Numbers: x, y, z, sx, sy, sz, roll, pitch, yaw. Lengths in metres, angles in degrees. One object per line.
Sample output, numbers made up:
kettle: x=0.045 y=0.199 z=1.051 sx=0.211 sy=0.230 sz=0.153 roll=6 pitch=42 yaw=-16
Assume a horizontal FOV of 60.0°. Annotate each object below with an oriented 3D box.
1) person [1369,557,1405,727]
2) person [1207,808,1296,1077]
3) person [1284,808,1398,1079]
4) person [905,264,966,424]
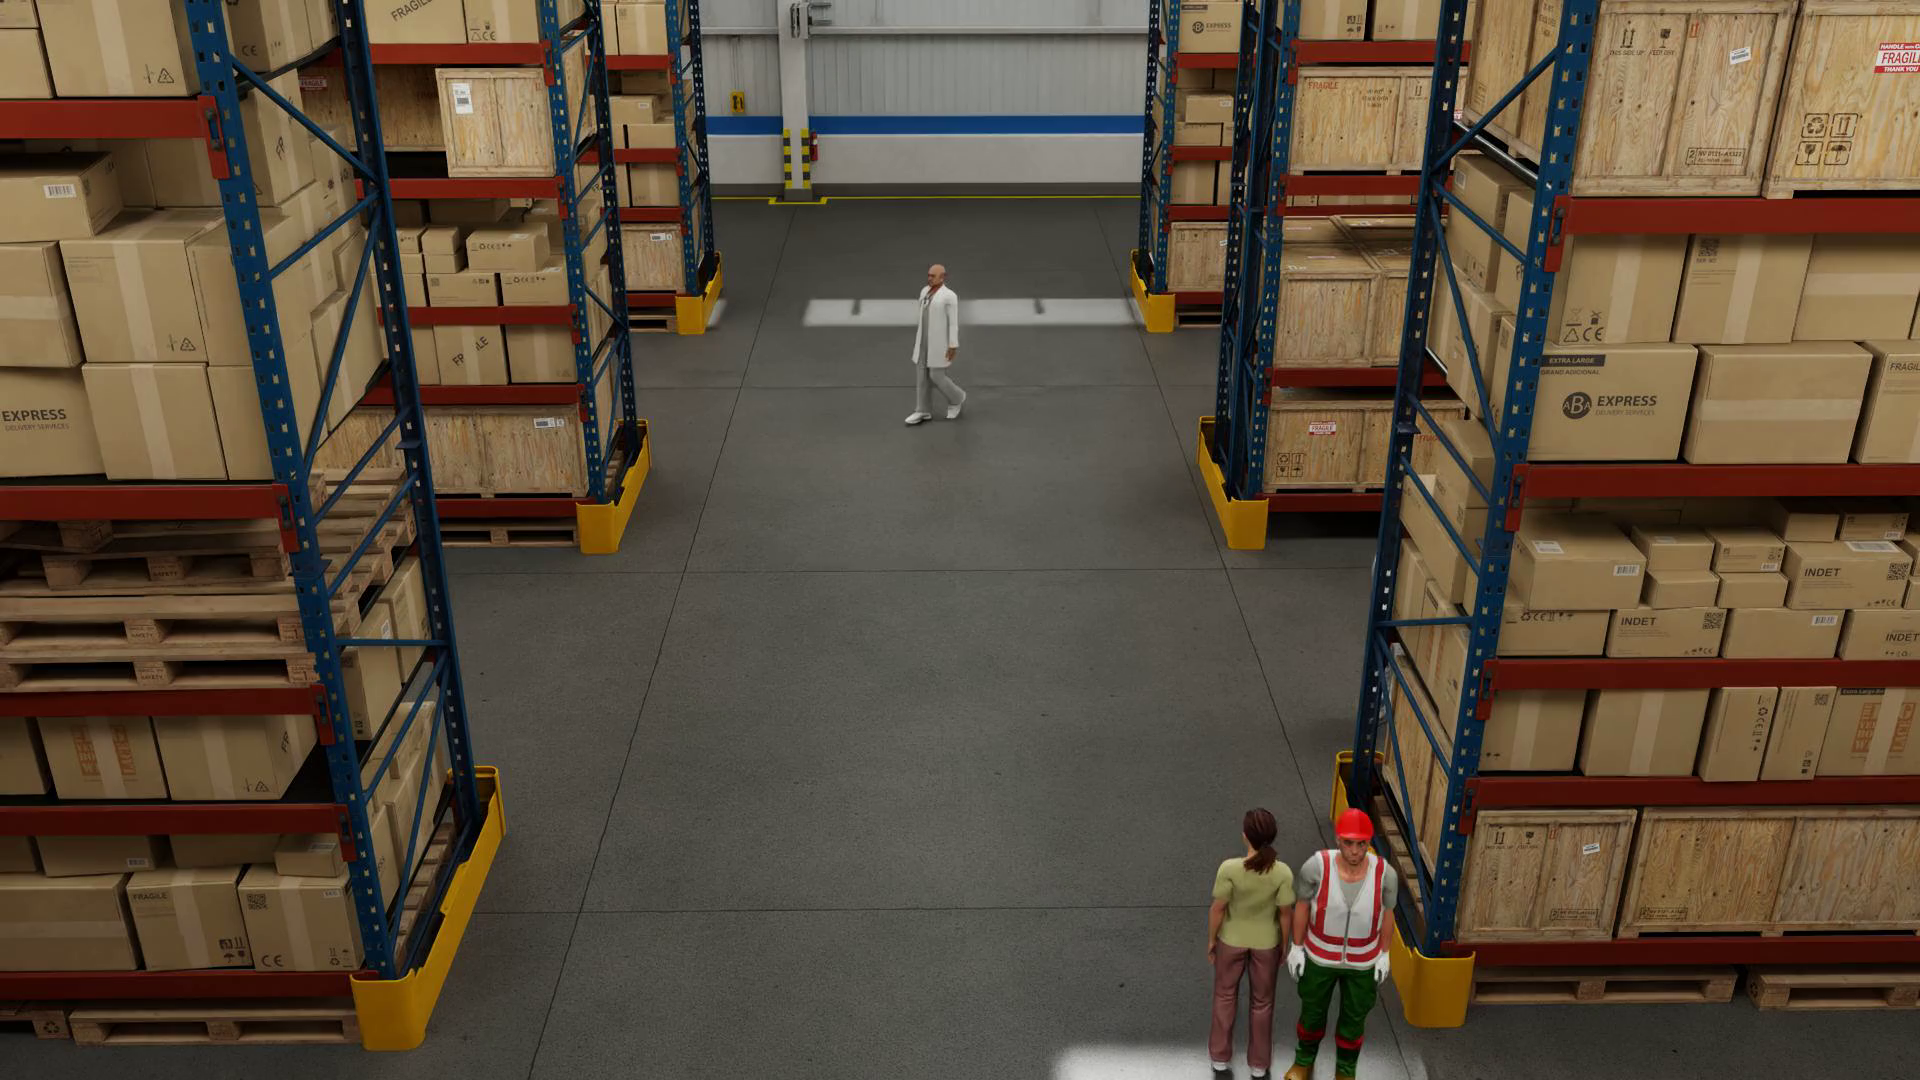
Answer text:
person: x=3.313 y=0.652 z=12.434 sx=0.404 sy=1.793 sz=0.549 roll=-13 pitch=28 yaw=-26
person: x=1.593 y=2.216 z=9.190 sx=0.456 sy=1.678 sz=0.356 roll=3 pitch=25 yaw=7
person: x=2.054 y=2.252 z=8.989 sx=0.553 sy=1.792 sz=0.365 roll=4 pitch=25 yaw=7
person: x=-0.279 y=-2.170 z=18.518 sx=0.595 sy=1.802 sz=0.752 roll=22 pitch=33 yaw=39
